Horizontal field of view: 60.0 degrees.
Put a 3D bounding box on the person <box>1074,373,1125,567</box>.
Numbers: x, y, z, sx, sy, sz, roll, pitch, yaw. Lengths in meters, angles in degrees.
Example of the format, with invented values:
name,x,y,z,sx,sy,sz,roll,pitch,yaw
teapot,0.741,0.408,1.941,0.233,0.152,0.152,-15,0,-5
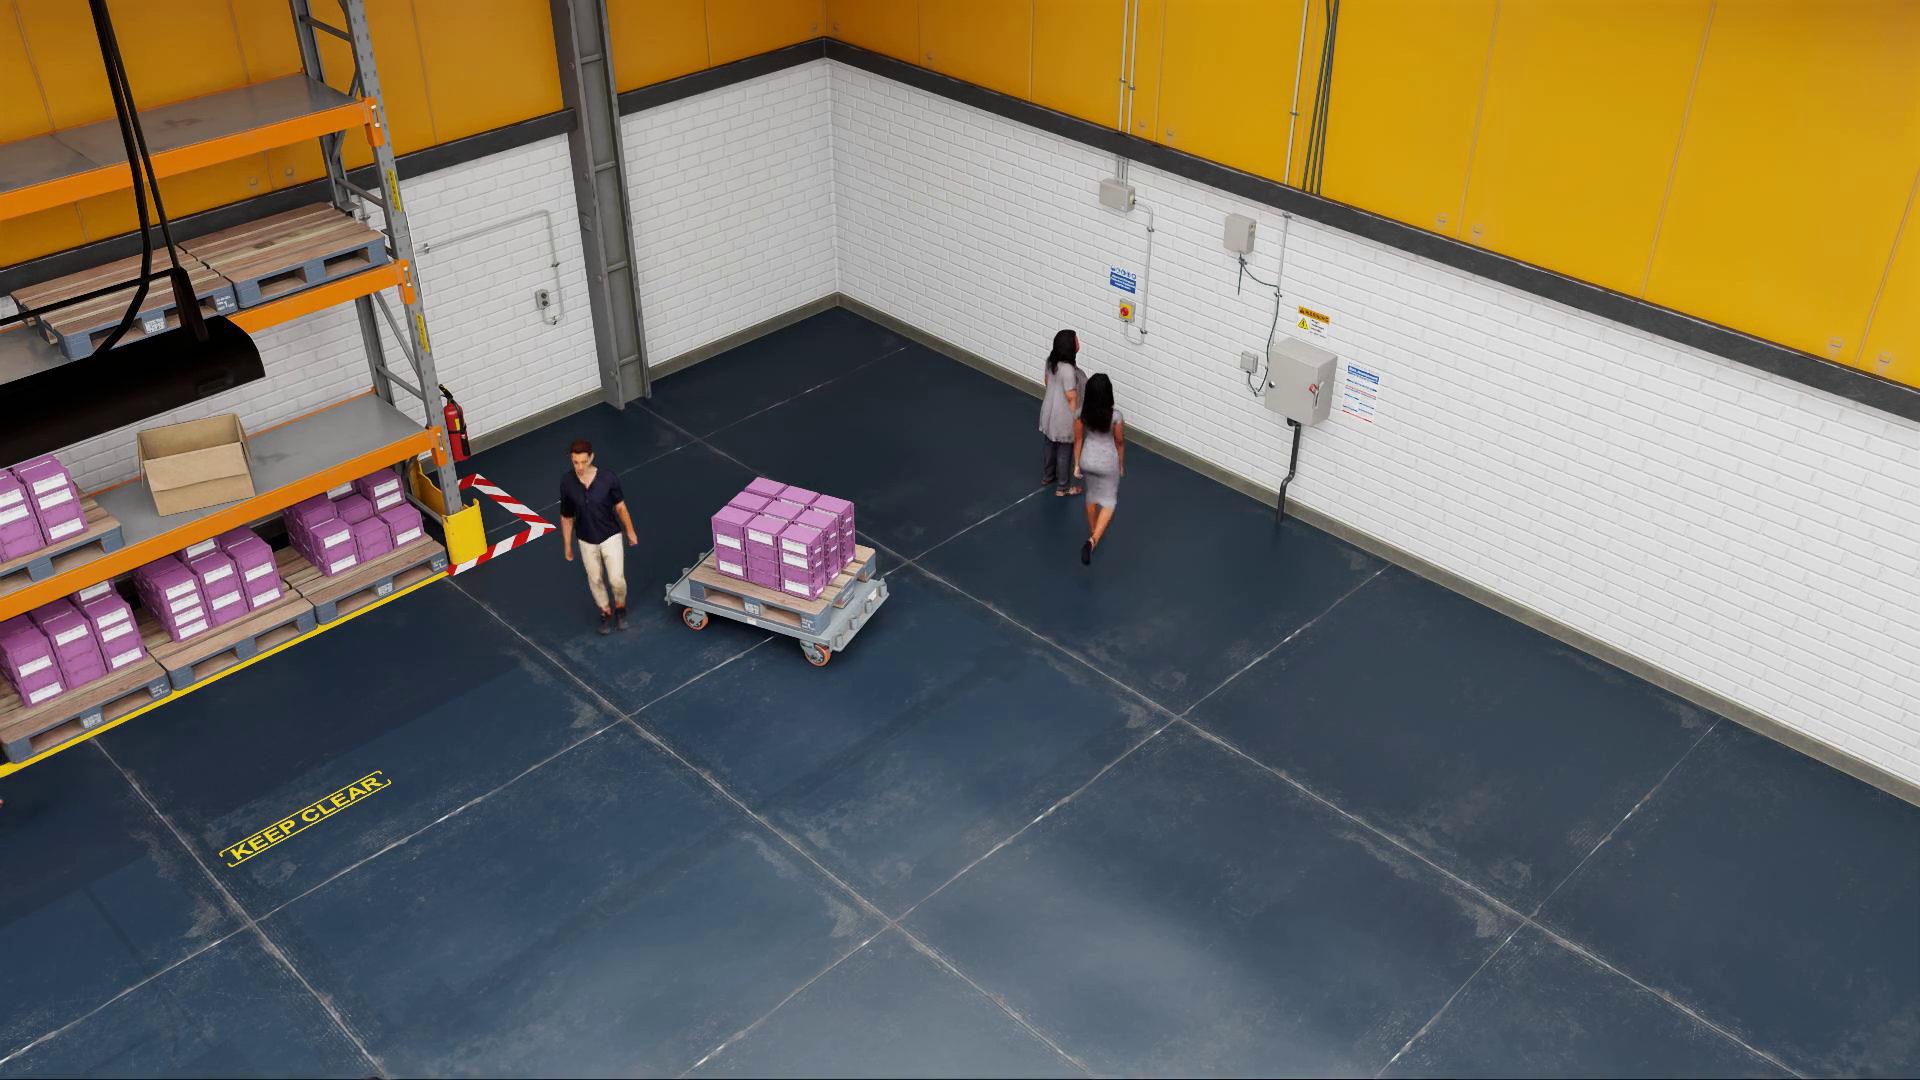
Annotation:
name,x,y,z,sx,sy,sz,roll,pitch,yaw
person,1.169,-0.568,14.088,0.846,1.759,1.062,11,35,16

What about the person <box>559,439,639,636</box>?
name,x,y,z,sx,sy,sz,roll,pitch,yaw
person,-2.870,-0.069,13.272,0.801,1.832,0.877,-1,34,-1

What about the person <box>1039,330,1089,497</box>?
name,x,y,z,sx,sy,sz,roll,pitch,yaw
person,0.922,-1.175,15.137,0.745,1.611,0.713,-16,37,-22
